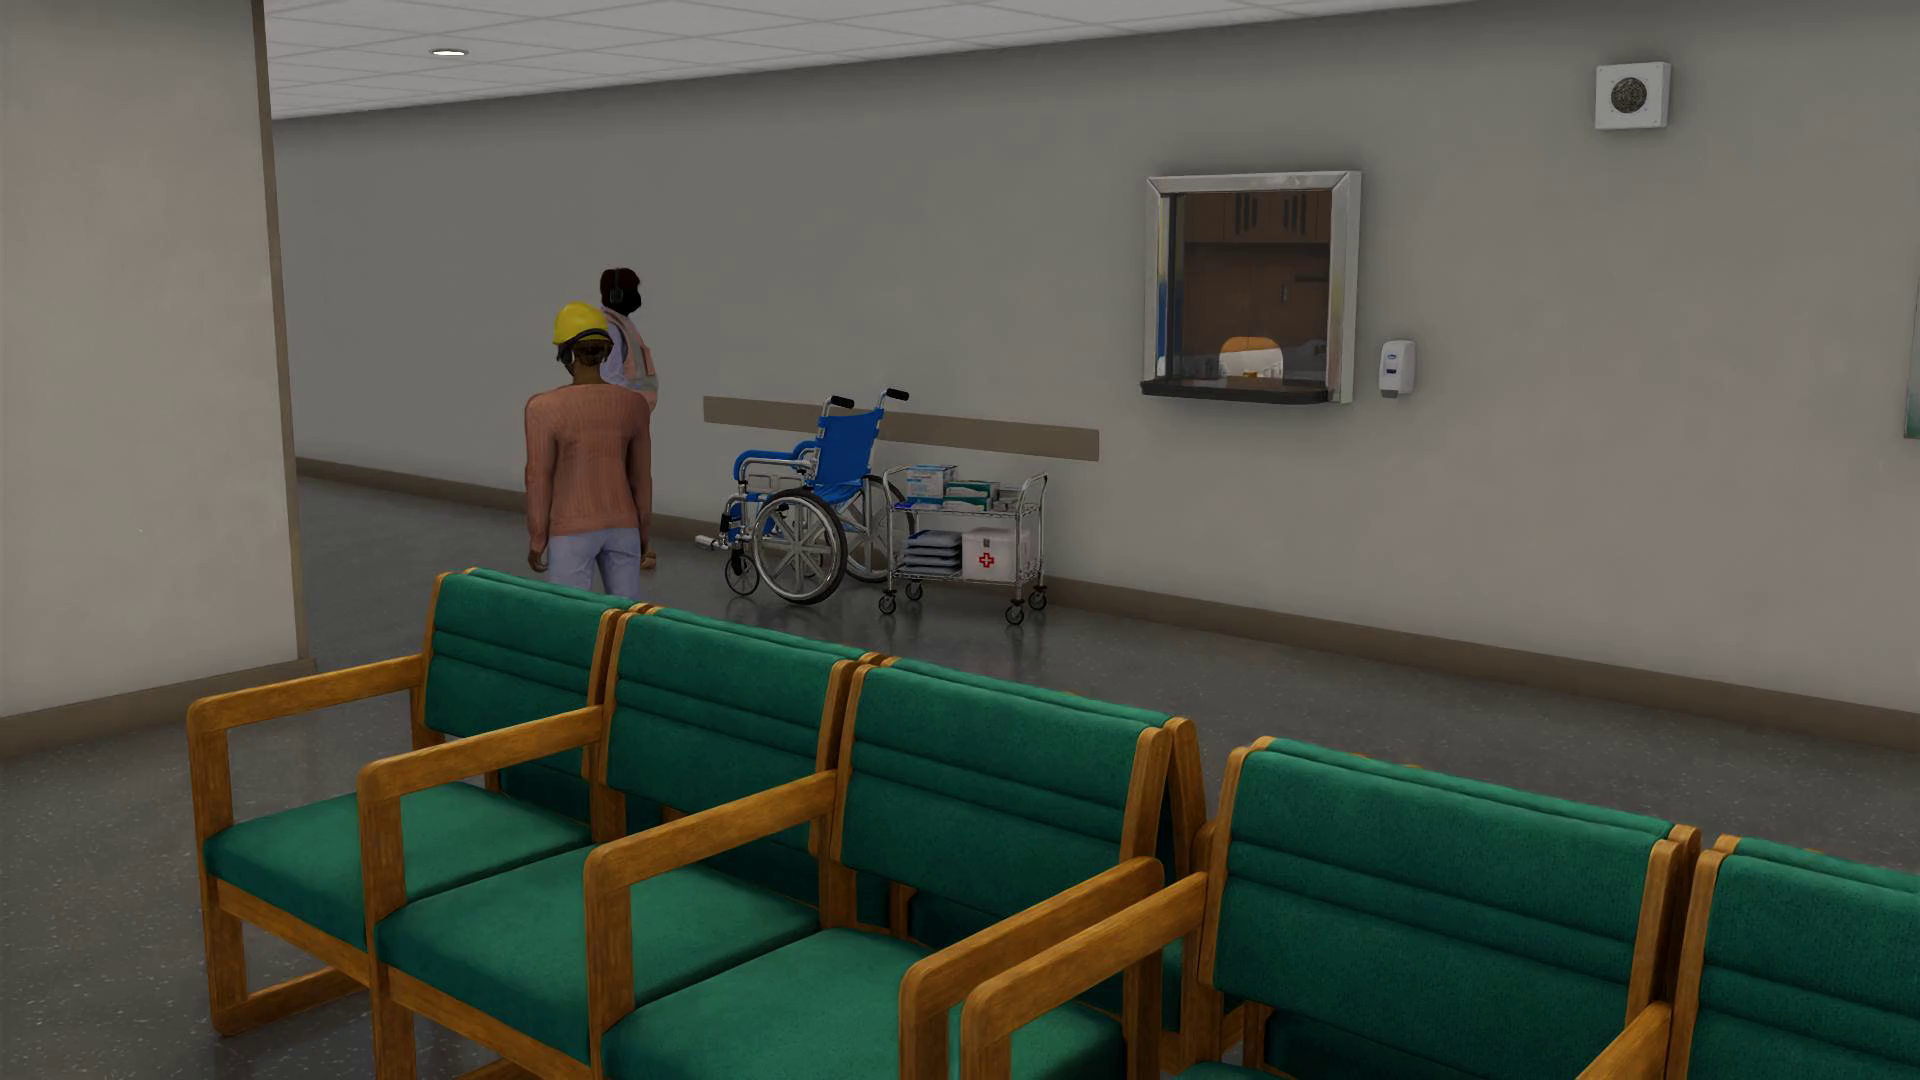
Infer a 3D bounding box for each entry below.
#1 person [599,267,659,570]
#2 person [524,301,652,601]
[{"bbox_3d":[-2.064,-0.745,10.225,0.429,1.844,0.624,-1,10,-8],"label":"person"},{"bbox_3d":[-1.425,-0.031,6.406,0.518,1.756,0.344,-8,13,-40],"label":"person"}]
